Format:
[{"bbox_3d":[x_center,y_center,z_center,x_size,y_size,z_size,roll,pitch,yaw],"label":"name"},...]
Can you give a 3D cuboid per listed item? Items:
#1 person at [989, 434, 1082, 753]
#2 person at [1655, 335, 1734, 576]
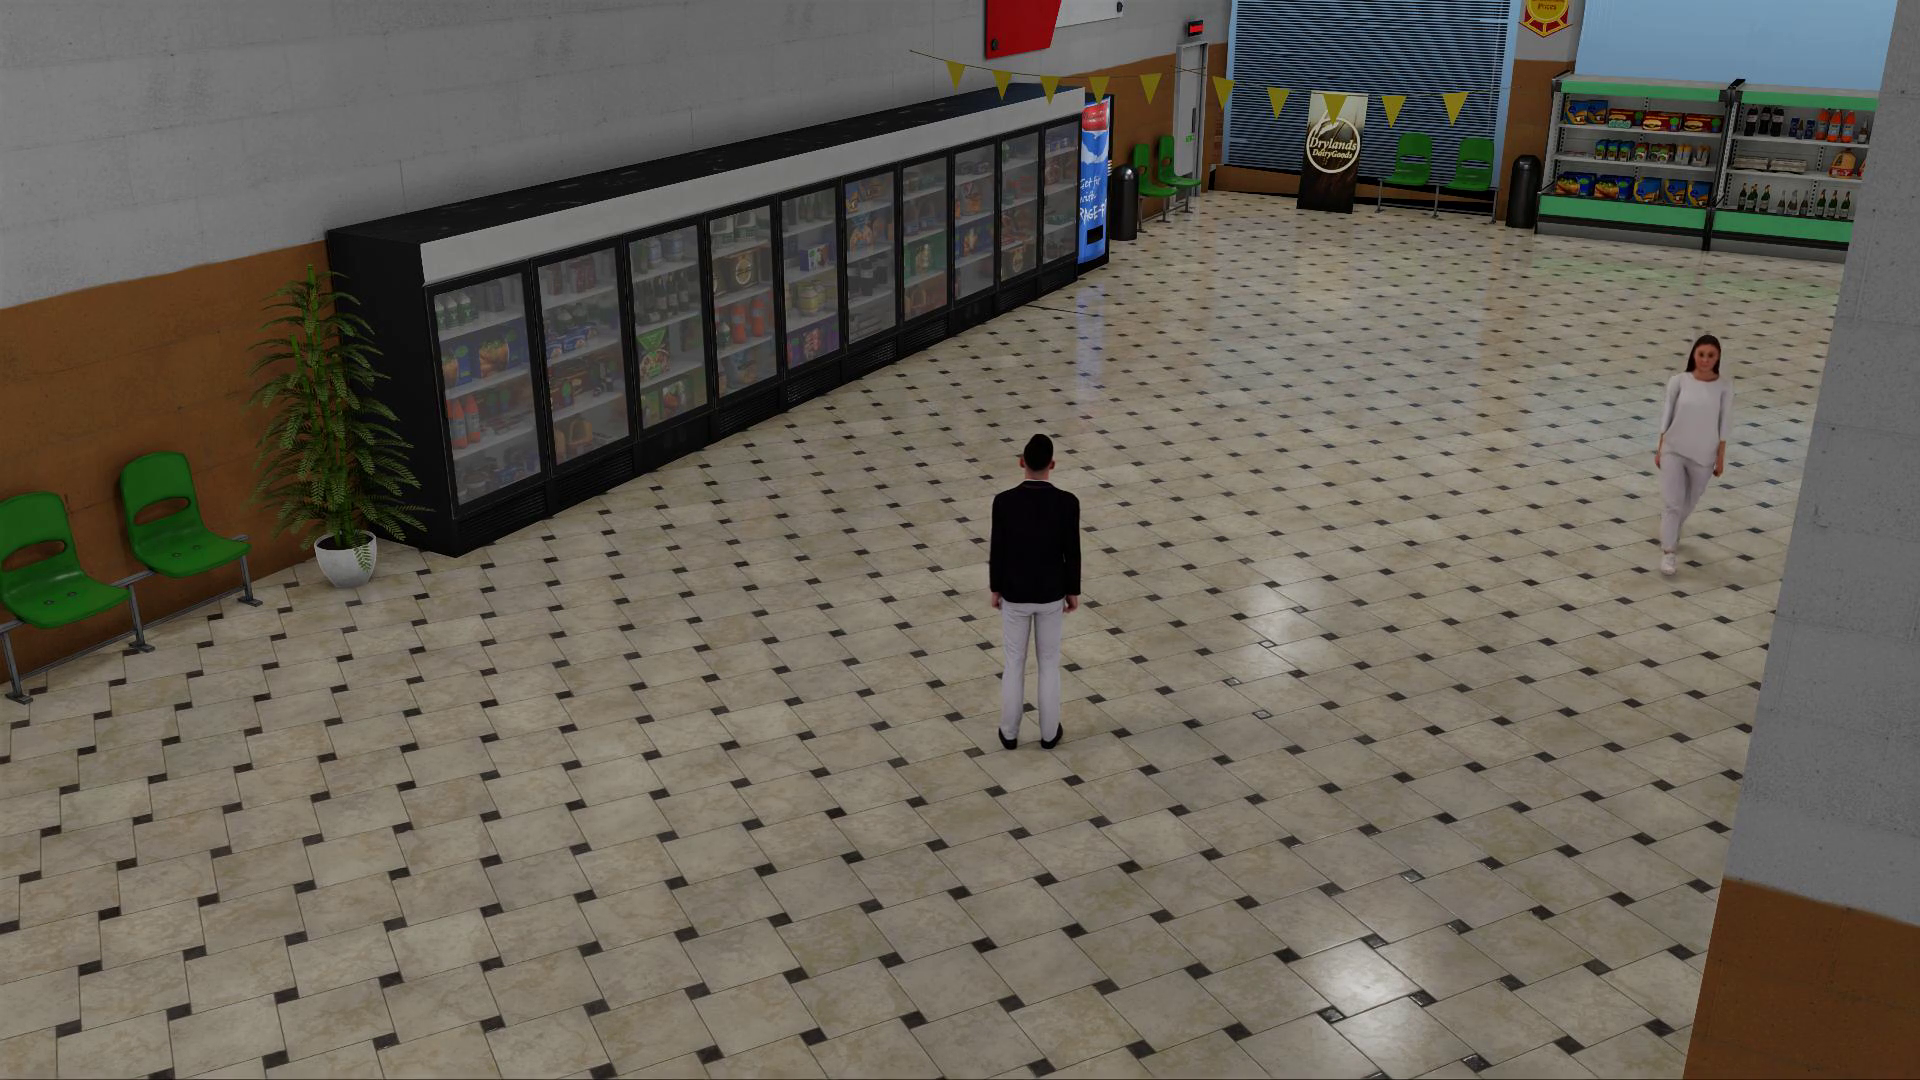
[{"bbox_3d":[0.404,0.303,9.193,0.647,1.841,0.788,1,22,2],"label":"person"},{"bbox_3d":[5.156,-0.632,11.764,1.049,1.659,0.824,7,23,16],"label":"person"}]
